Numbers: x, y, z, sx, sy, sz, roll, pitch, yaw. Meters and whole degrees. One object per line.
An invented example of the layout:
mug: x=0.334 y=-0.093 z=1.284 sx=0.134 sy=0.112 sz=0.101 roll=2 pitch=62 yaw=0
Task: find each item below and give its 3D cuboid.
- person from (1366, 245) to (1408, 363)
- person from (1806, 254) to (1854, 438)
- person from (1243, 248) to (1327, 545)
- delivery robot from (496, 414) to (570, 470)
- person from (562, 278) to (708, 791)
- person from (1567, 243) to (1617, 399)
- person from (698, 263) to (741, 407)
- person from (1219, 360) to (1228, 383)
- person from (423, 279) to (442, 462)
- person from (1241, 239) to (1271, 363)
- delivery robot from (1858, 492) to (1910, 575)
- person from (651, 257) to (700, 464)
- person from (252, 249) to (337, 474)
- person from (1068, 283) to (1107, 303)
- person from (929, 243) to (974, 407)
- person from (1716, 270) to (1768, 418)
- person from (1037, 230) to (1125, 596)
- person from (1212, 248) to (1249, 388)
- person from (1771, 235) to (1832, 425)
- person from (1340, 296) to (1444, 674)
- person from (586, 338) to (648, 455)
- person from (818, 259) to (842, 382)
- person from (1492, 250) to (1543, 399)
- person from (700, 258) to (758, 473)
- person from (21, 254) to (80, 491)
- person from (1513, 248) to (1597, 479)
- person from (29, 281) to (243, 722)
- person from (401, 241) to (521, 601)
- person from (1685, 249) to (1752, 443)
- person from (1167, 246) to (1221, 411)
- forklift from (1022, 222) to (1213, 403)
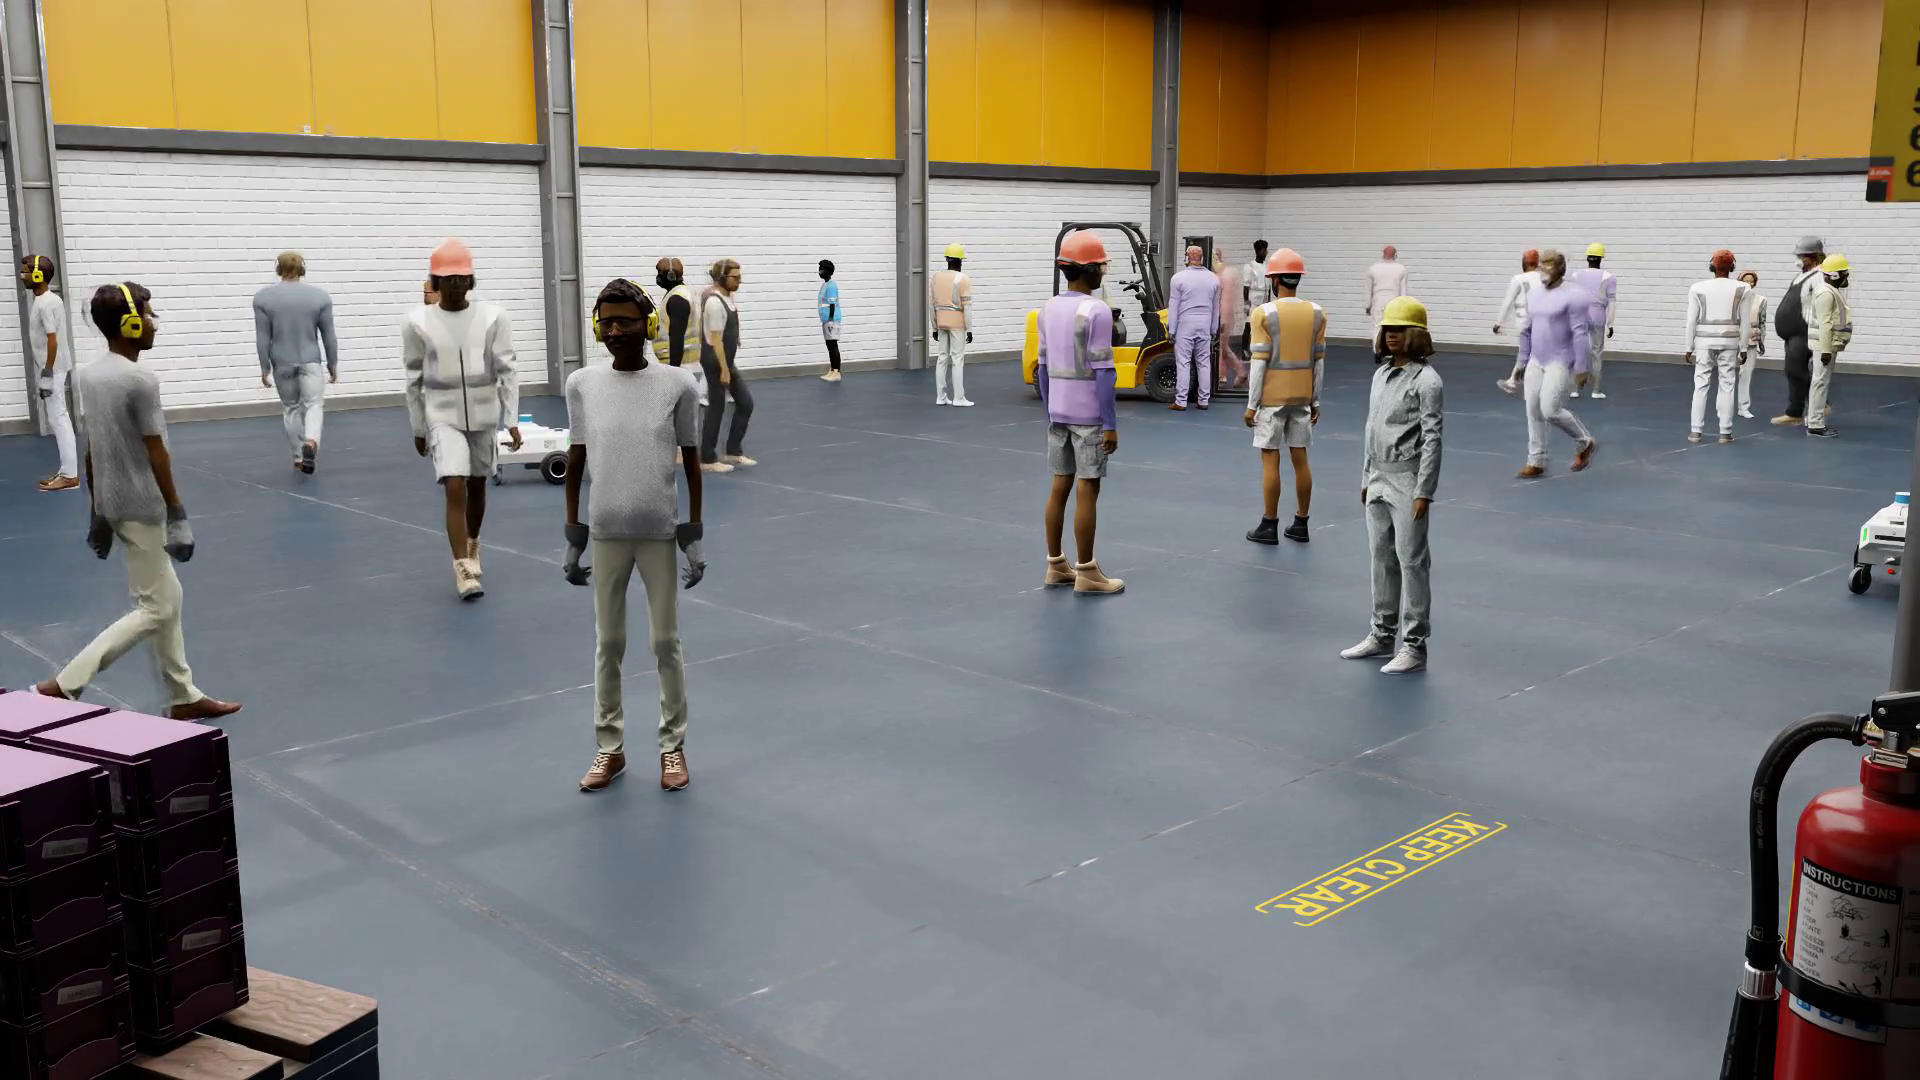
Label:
person: x=6.797 y=-3.763 z=26.545 sx=0.647 sy=1.875 sz=0.949 roll=3 pitch=11 yaw=18
person: x=8.747 y=-1.952 z=16.744 sx=0.404 sy=1.837 sz=0.595 roll=6 pitch=12 yaw=28
person: x=2.114 y=-0.935 z=10.932 sx=0.553 sy=1.933 sz=0.370 roll=-4 pitch=11 yaw=-20
delivery robot: x=-3.552 y=-0.785 z=13.622 sx=0.707 sy=0.478 sz=0.477 roll=-3 pitch=11 yaw=-17
person: x=-1.189 y=-0.009 z=6.058 sx=0.532 sy=1.870 sz=0.319 roll=0 pitch=10 yaw=-1
person: x=7.814 y=-2.710 z=20.633 sx=0.591 sy=1.926 sz=0.387 roll=6 pitch=12 yaw=31
person: x=-2.884 y=-2.451 z=19.793 sx=0.546 sy=1.720 sz=0.918 roll=9 pitch=14 yaw=41
person: x=3.455 y=-3.016 z=22.745 sx=0.533 sy=1.765 sz=0.321 roll=-5 pitch=11 yaw=-23
person: x=-4.654 y=-1.515 z=14.917 sx=0.272 sy=1.632 sz=0.507 roll=-4 pitch=11 yaw=-20
person: x=4.737 y=-3.796 z=26.490 sx=0.609 sy=1.958 sz=0.394 roll=-7 pitch=13 yaw=-35
delivery robot: x=5.380 y=-0.029 z=9.503 sx=0.477 sy=0.478 sz=0.707 roll=7 pitch=13 yaw=35
person: x=-2.536 y=-1.597 z=14.836 sx=0.430 sy=1.835 sz=0.620 roll=-2 pitch=11 yaw=-11
person: x=-5.577 y=-1.485 z=14.004 sx=0.637 sy=1.914 sz=0.833 roll=-4 pitch=11 yaw=-18
person: x=1.498 y=-2.390 z=19.254 sx=0.431 sy=1.814 sz=0.856 roll=-6 pitch=12 yaw=-28
person: x=-0.083 y=-2.538 z=19.694 sx=0.594 sy=1.925 sz=0.378 roll=8 pitch=13 yaw=37
person: x=8.659 y=-2.163 z=18.435 sx=0.522 sy=1.639 sz=0.309 roll=0 pitch=10 yaw=2
person: x=0.685 y=-0.708 z=9.387 sx=0.370 sy=2.048 sz=0.607 roll=-7 pitch=13 yaw=-34
person: x=3.491 y=-2.908 z=21.891 sx=0.792 sy=1.875 sz=0.658 roll=-2 pitch=10 yaw=-8
person: x=8.915 y=-2.214 z=17.619 sx=0.536 sy=2.000 sz=0.695 roll=2 pitch=11 yaw=13
person: x=2.027 y=-0.255 z=7.738 sx=0.282 sy=1.746 sz=0.493 roll=-4 pitch=11 yaw=-21
person: x=-2.845 y=-1.322 z=13.928 sx=0.695 sy=1.612 sz=0.516 roll=-8 pitch=13 yaw=-38
person: x=-1.819 y=-3.051 z=23.142 sx=0.321 sy=1.690 sz=0.536 roll=-3 pitch=11 yaw=-17
person: x=7.008 y=-2.673 z=20.682 sx=0.591 sy=1.829 sz=0.996 roll=-5 pitch=11 yaw=-24
person: x=-1.954 y=-1.466 z=14.115 sx=0.602 sy=1.822 sz=0.555 roll=1 pitch=10 yaw=7
person: x=-7.260 y=-1.328 z=13.247 sx=0.328 sy=1.873 sz=0.520 roll=-4 pitch=11 yaw=-23
person: x=4.963 y=-1.452 z=13.800 sx=0.560 sy=1.918 sz=0.654 roll=-4 pitch=11 yaw=-23
person: x=-3.335 y=-0.102 z=6.639 sx=0.522 sy=1.852 sz=0.785 roll=9 pitch=14 yaw=42
person: x=-2.836 y=-0.692 z=9.487 sx=0.609 sy=1.994 sz=1.071 roll=-4 pitch=11 yaw=-23
person: x=7.403 y=-1.887 z=16.265 sx=0.574 sy=1.884 sz=0.356 roll=5 pitch=11 yaw=24
person: x=2.686 y=-2.444 z=19.267 sx=0.644 sy=1.903 sz=0.401 roll=-4 pitch=11 yaw=-21
forklift: x=1.935 y=-2.847 z=20.651 sx=2.313 sy=2.155 sz=1.214 roll=2 pitch=11 yaw=13
